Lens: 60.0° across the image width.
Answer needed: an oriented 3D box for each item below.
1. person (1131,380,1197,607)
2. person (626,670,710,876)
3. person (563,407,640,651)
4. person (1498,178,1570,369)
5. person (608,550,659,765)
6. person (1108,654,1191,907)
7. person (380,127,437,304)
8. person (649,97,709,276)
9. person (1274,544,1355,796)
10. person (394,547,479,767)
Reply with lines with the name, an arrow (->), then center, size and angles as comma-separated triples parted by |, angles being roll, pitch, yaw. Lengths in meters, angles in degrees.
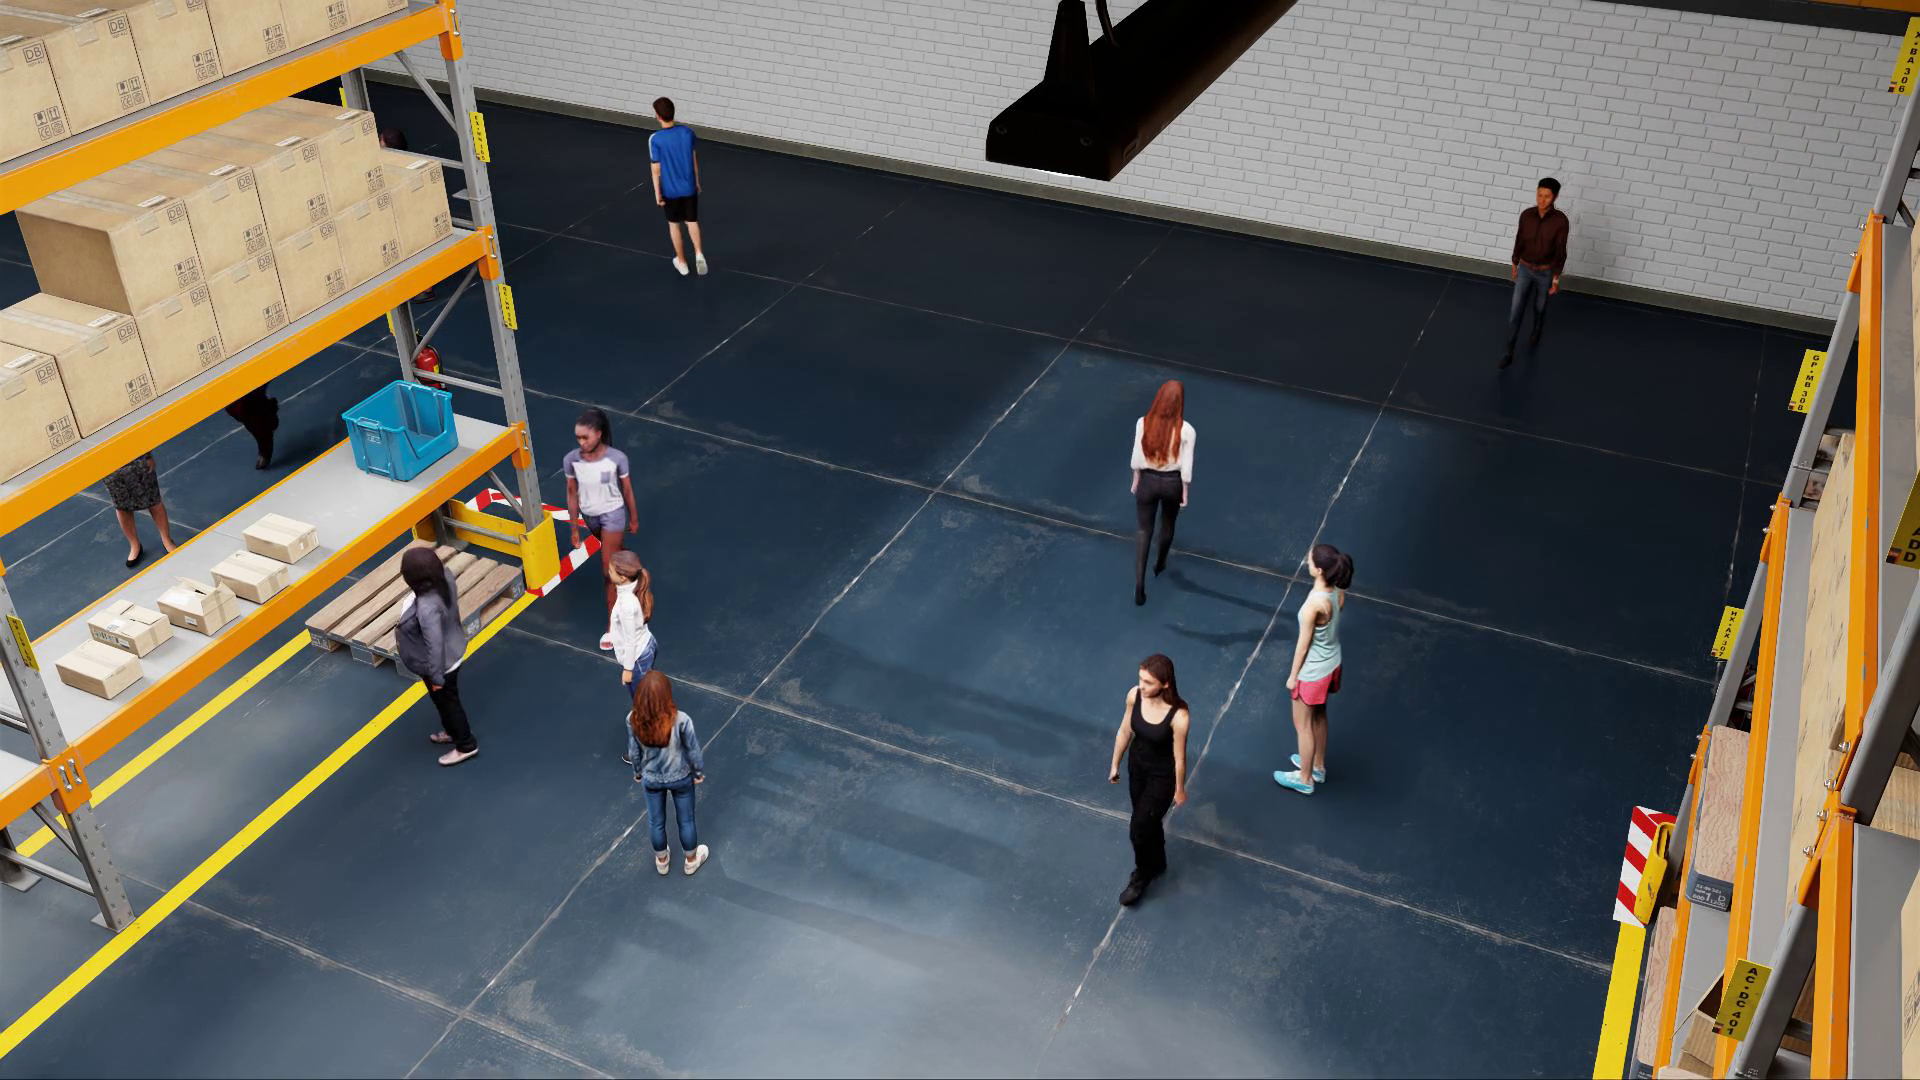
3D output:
person -> 1.416, -0.312, 11.932 | 0.720, 1.734, 1.094 | 9, 35, 14
person -> -1.706, 1.355, 9.657 | 0.634, 1.477, 0.619 | 2, 34, 3
person -> -2.507, -0.183, 11.798 | 0.906, 1.669, 1.344 | 2, 34, 3
person -> 5.287, -2.456, 15.152 | 0.743, 1.742, 1.156 | 19, 38, 26
person -> -2.037, 0.719, 10.540 | 0.665, 1.559, 0.570 | 1, 34, 2
person -> 1.166, 1.315, 9.539 | 0.806, 1.674, 0.741 | -25, 41, -32
person -> -5.392, -3.179, 16.240 | 0.742, 1.740, 0.669 | -9, 35, -14
person -> -2.784, -3.476, 16.591 | 1.020, 1.847, 1.043 | -16, 37, -22
person -> 2.187, 0.795, 10.242 | 0.669, 1.763, 0.544 | 24, 41, 32
person -> -3.248, 0.710, 10.523 | 0.886, 1.592, 0.793 | -7, 34, -11
